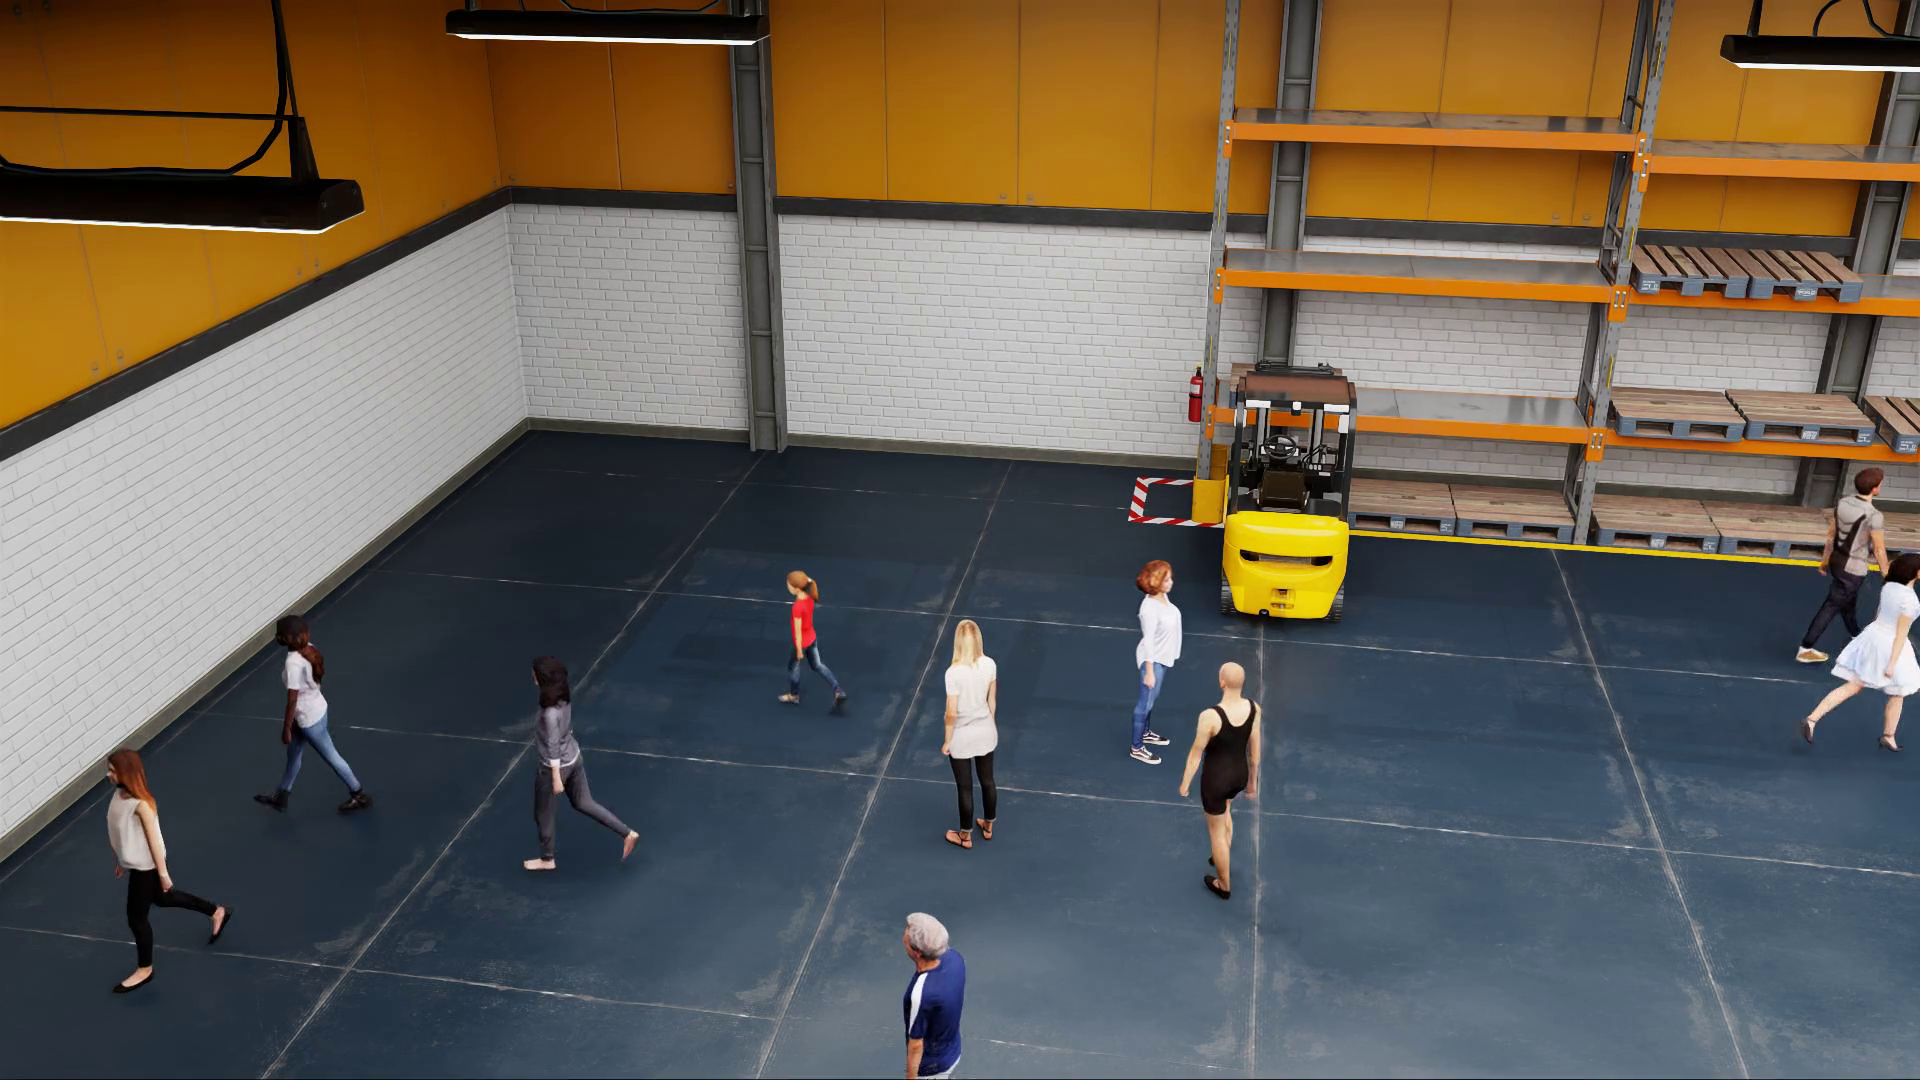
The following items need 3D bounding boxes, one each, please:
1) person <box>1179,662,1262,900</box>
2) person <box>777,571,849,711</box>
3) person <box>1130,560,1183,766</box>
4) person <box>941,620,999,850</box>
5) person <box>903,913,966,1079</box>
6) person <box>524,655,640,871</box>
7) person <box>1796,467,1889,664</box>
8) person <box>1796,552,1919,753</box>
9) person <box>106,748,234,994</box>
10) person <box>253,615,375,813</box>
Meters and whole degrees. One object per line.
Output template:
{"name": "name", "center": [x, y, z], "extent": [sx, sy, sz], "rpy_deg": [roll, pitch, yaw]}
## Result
{"name": "person", "center": [1.892, 1.720, 11.598], "extent": [0.794, 1.802, 0.865], "rpy_deg": [-13, 27, -28]}
{"name": "person", "center": [-1.254, 0.880, 14.165], "extent": [0.933, 1.285, 0.628], "rpy_deg": [10, 26, 22]}
{"name": "person", "center": [1.557, 0.947, 13.478], "extent": [0.654, 1.712, 0.678], "rpy_deg": [9, 25, 19]}
{"name": "person", "center": [0.090, 1.435, 12.225], "extent": [0.674, 1.822, 0.747], "rpy_deg": [-14, 27, -29]}
{"name": "person", "center": [-0.076, 2.816, 9.056], "extent": [0.774, 1.830, 0.730], "rpy_deg": [10, 26, 22]}
{"name": "person", "center": [-2.762, 1.628, 11.895], "extent": [1.099, 1.733, 0.667], "rpy_deg": [2, 24, 4]}
{"name": "person", "center": [7.850, 0.274, 14.847], "extent": [1.220, 1.849, 0.906], "rpy_deg": [-4, 24, -9]}
{"name": "person", "center": [7.318, 0.958, 13.380], "extent": [1.243, 1.770, 0.865], "rpy_deg": [-2, 24, -4]}
{"name": "person", "center": [-5.252, 2.090, 10.887], "extent": [1.062, 1.693, 1.060], "rpy_deg": [-19, 30, -37]}
{"name": "person", "center": [-4.828, 1.356, 12.583], "extent": [1.187, 1.680, 0.897], "rpy_deg": [-5, 24, -11]}
